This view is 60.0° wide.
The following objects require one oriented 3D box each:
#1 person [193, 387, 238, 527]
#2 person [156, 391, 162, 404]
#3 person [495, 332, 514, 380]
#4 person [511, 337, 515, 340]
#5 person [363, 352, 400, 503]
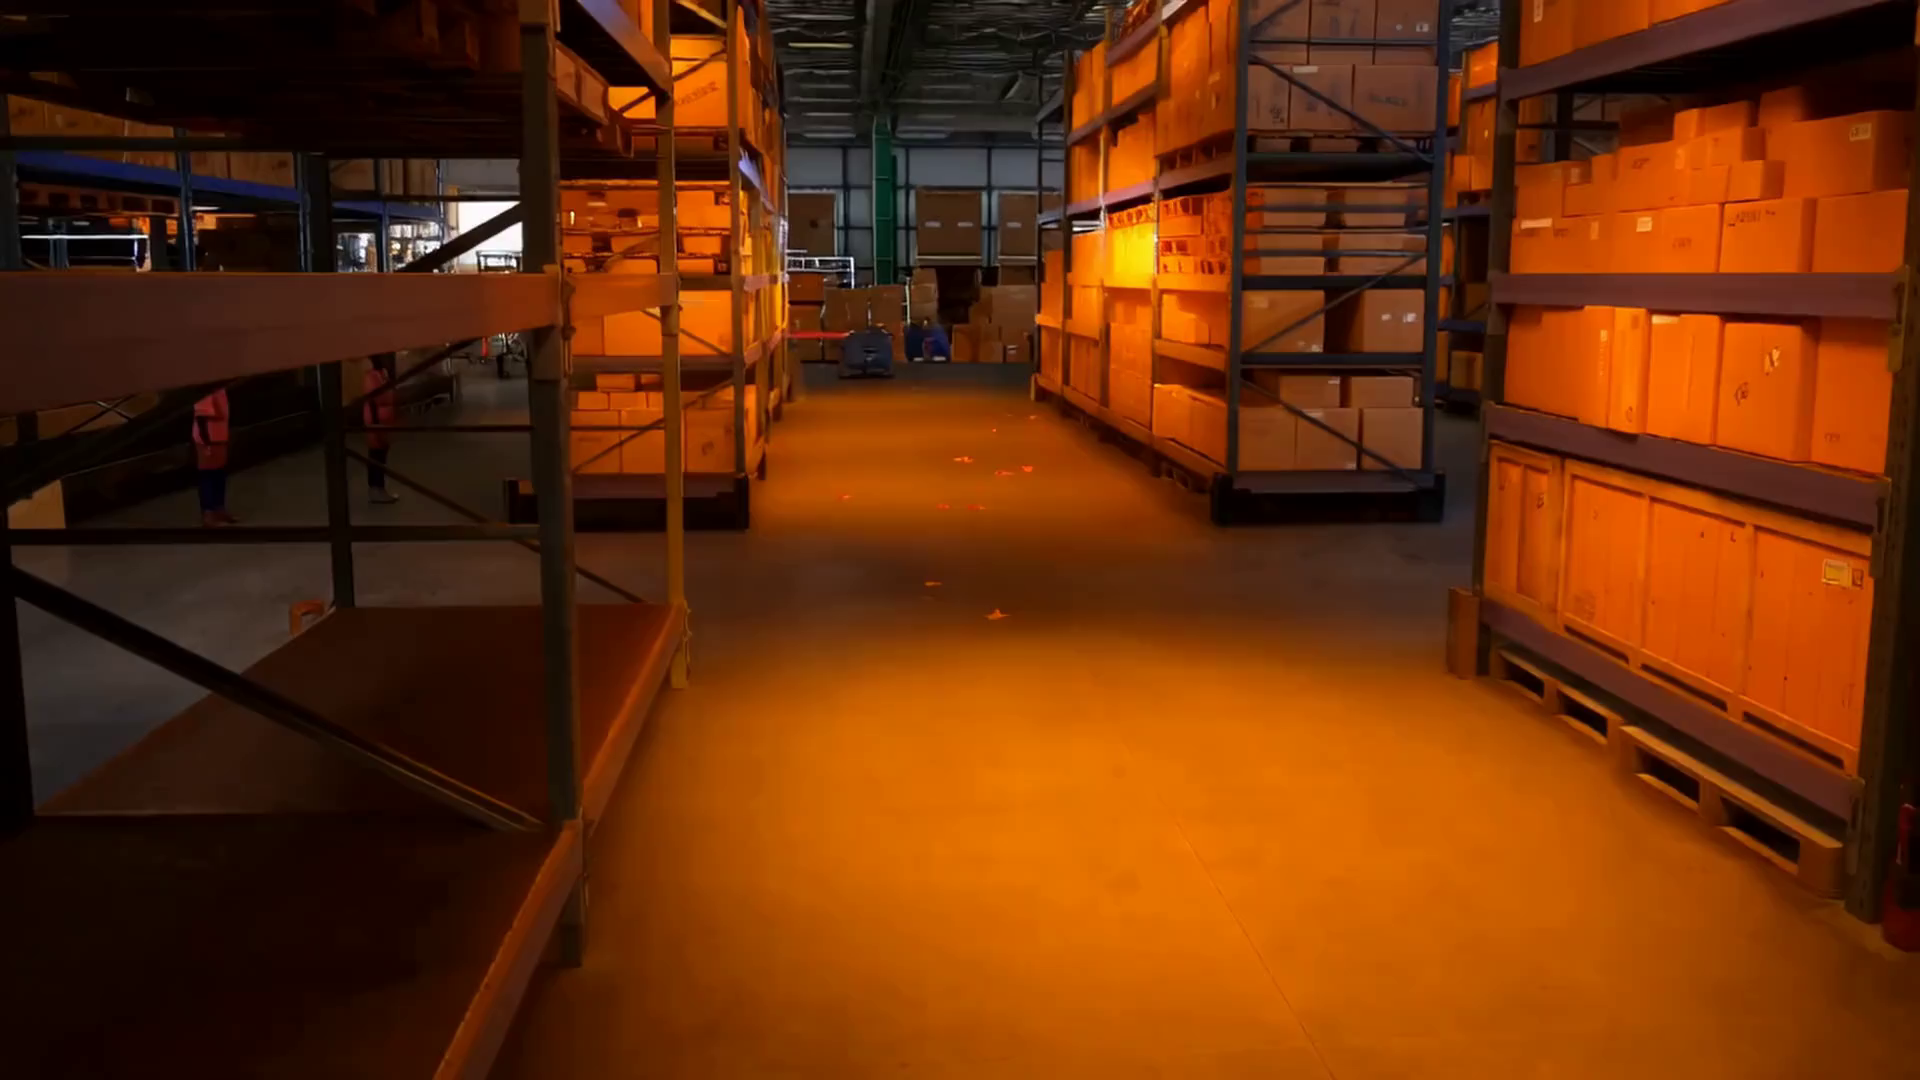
[{"bbox_3d":[-7.103,-0.954,15.824,0.317,1.695,0.540,-1,9,-4],"label":"person"},{"bbox_3d":[-13.900,-3.168,29.043,0.373,1.914,0.596,-1,9,-4],"label":"person"},{"bbox_3d":[-10.479,-4.652,38.208,0.368,1.961,0.613,-1,9,-4],"label":"person"},{"bbox_3d":[-16.806,-8.411,62.128,0.310,1.863,0.533,-1,9,-4],"label":"person"},{"bbox_3d":[-6.138,-1.240,17.618,0.317,1.695,0.540,-1,9,-4],"label":"person"}]
